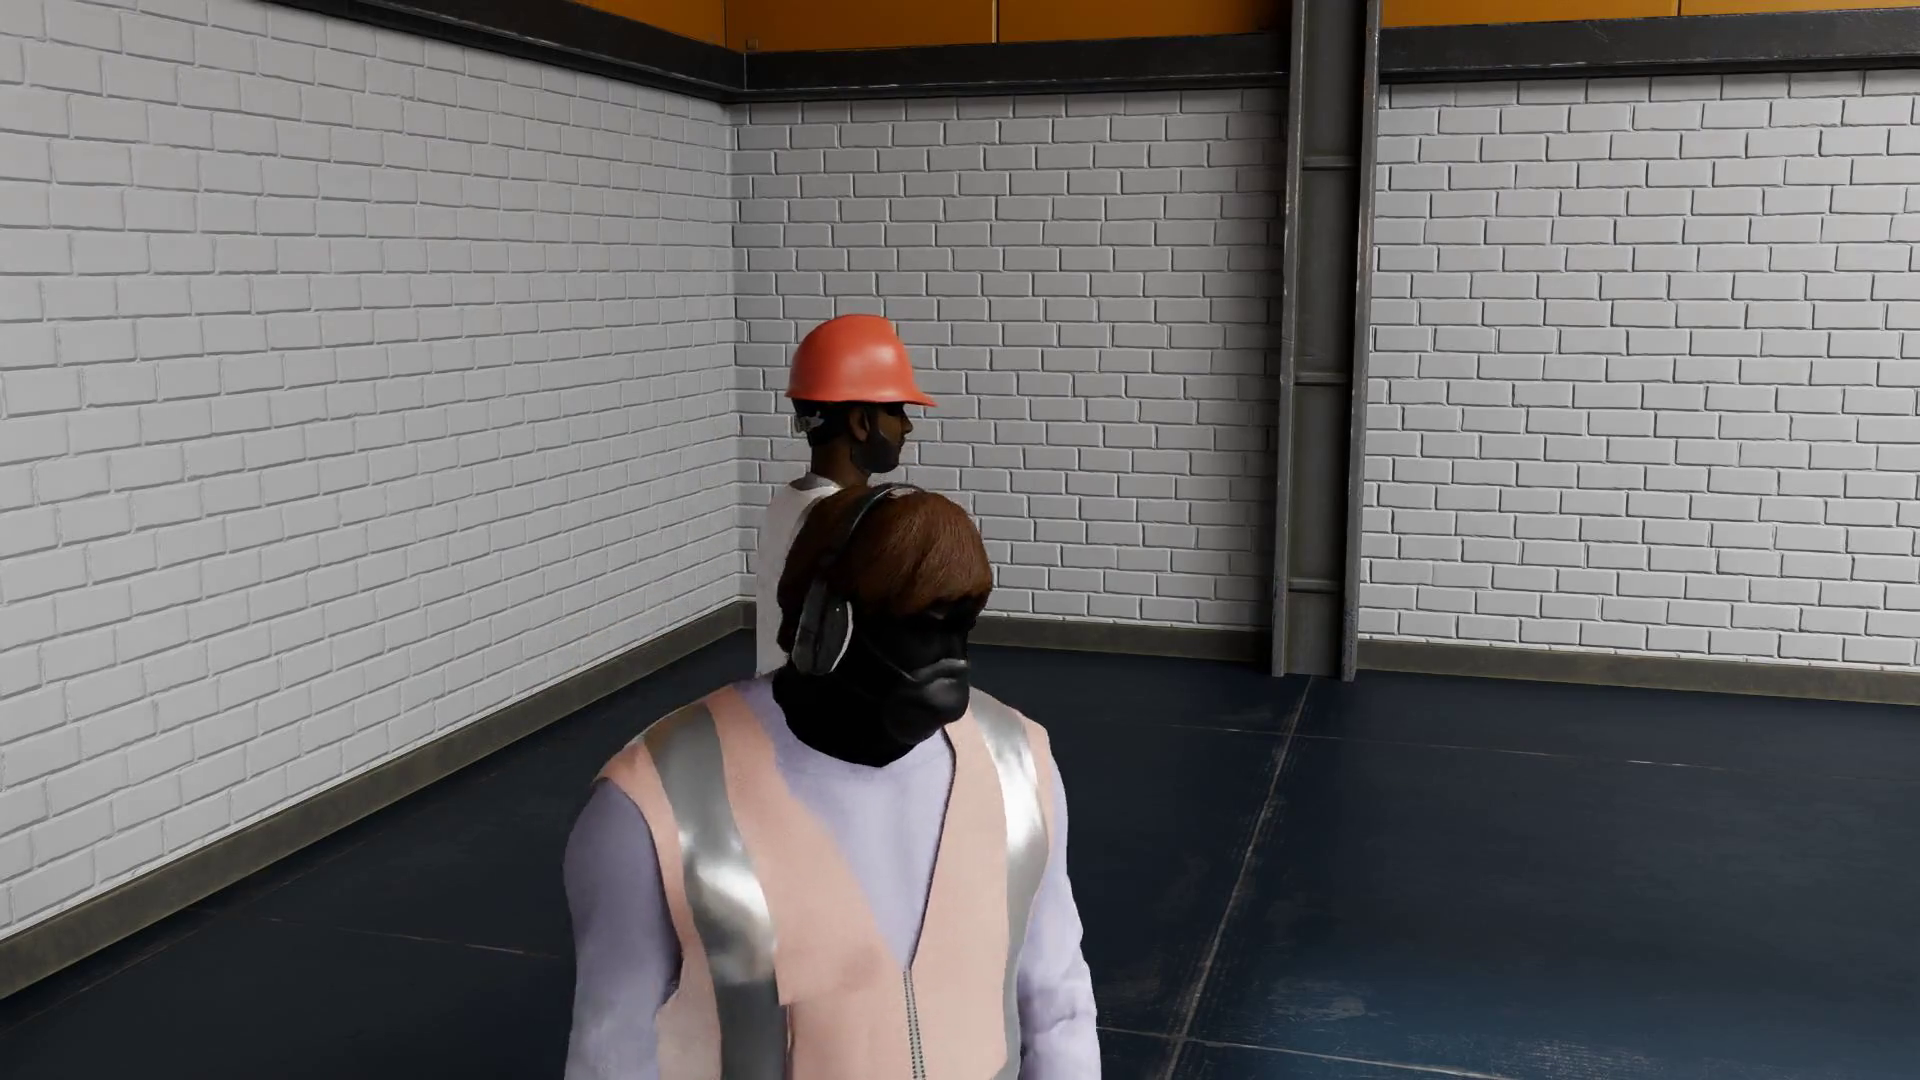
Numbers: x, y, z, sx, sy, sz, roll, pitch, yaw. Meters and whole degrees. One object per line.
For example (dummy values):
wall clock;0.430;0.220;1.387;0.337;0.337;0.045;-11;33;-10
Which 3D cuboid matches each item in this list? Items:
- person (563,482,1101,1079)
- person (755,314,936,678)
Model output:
person;-0.118;0.816;1.979;0.643;1.785;0.994;-6;11;-31
person;-0.229;0.511;3.421;0.380;1.933;0.547;-3;10;-17
